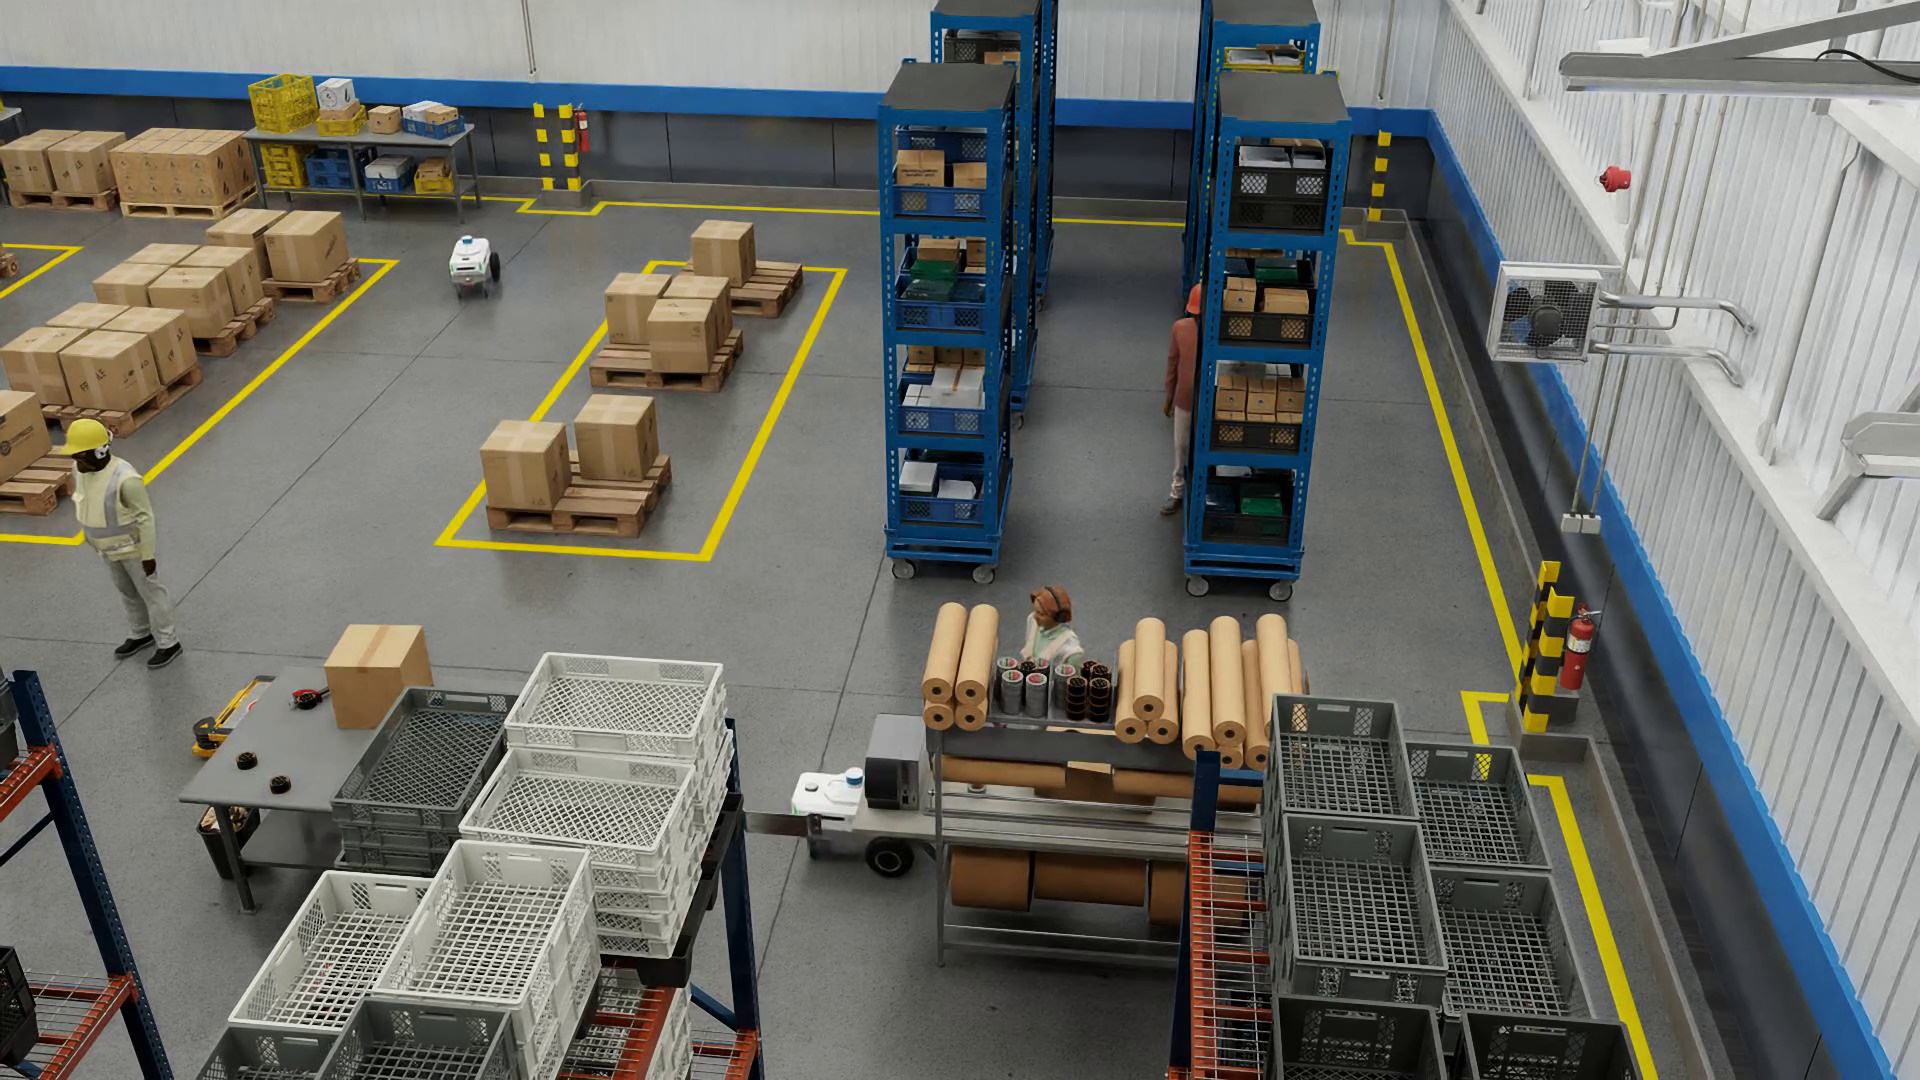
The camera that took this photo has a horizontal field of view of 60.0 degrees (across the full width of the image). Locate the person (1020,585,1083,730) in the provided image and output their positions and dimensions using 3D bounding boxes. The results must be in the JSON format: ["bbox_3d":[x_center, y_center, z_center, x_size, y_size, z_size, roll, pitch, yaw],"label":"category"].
[{"bbox_3d":[0.525,0.962,9.649,0.312,1.632,0.514,-15,34,-25],"label":"person"}]

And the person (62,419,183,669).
[{"bbox_3d":[-5.587,0.018,11.072,0.591,1.833,0.404,16,34,25],"label":"person"}]

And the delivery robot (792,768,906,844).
[{"bbox_3d":[-0.605,1.538,9.634,0.707,0.478,0.477,4,31,7],"label":"delivery robot"}]

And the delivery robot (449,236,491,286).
[{"bbox_3d":[-5.091,-2.917,17.287,0.477,0.478,0.707,-4,31,-7],"label":"delivery robot"}]

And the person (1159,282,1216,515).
[{"bbox_3d":[1.823,-1.049,12.758,0.619,1.985,0.405,20,36,31],"label":"person"}]
